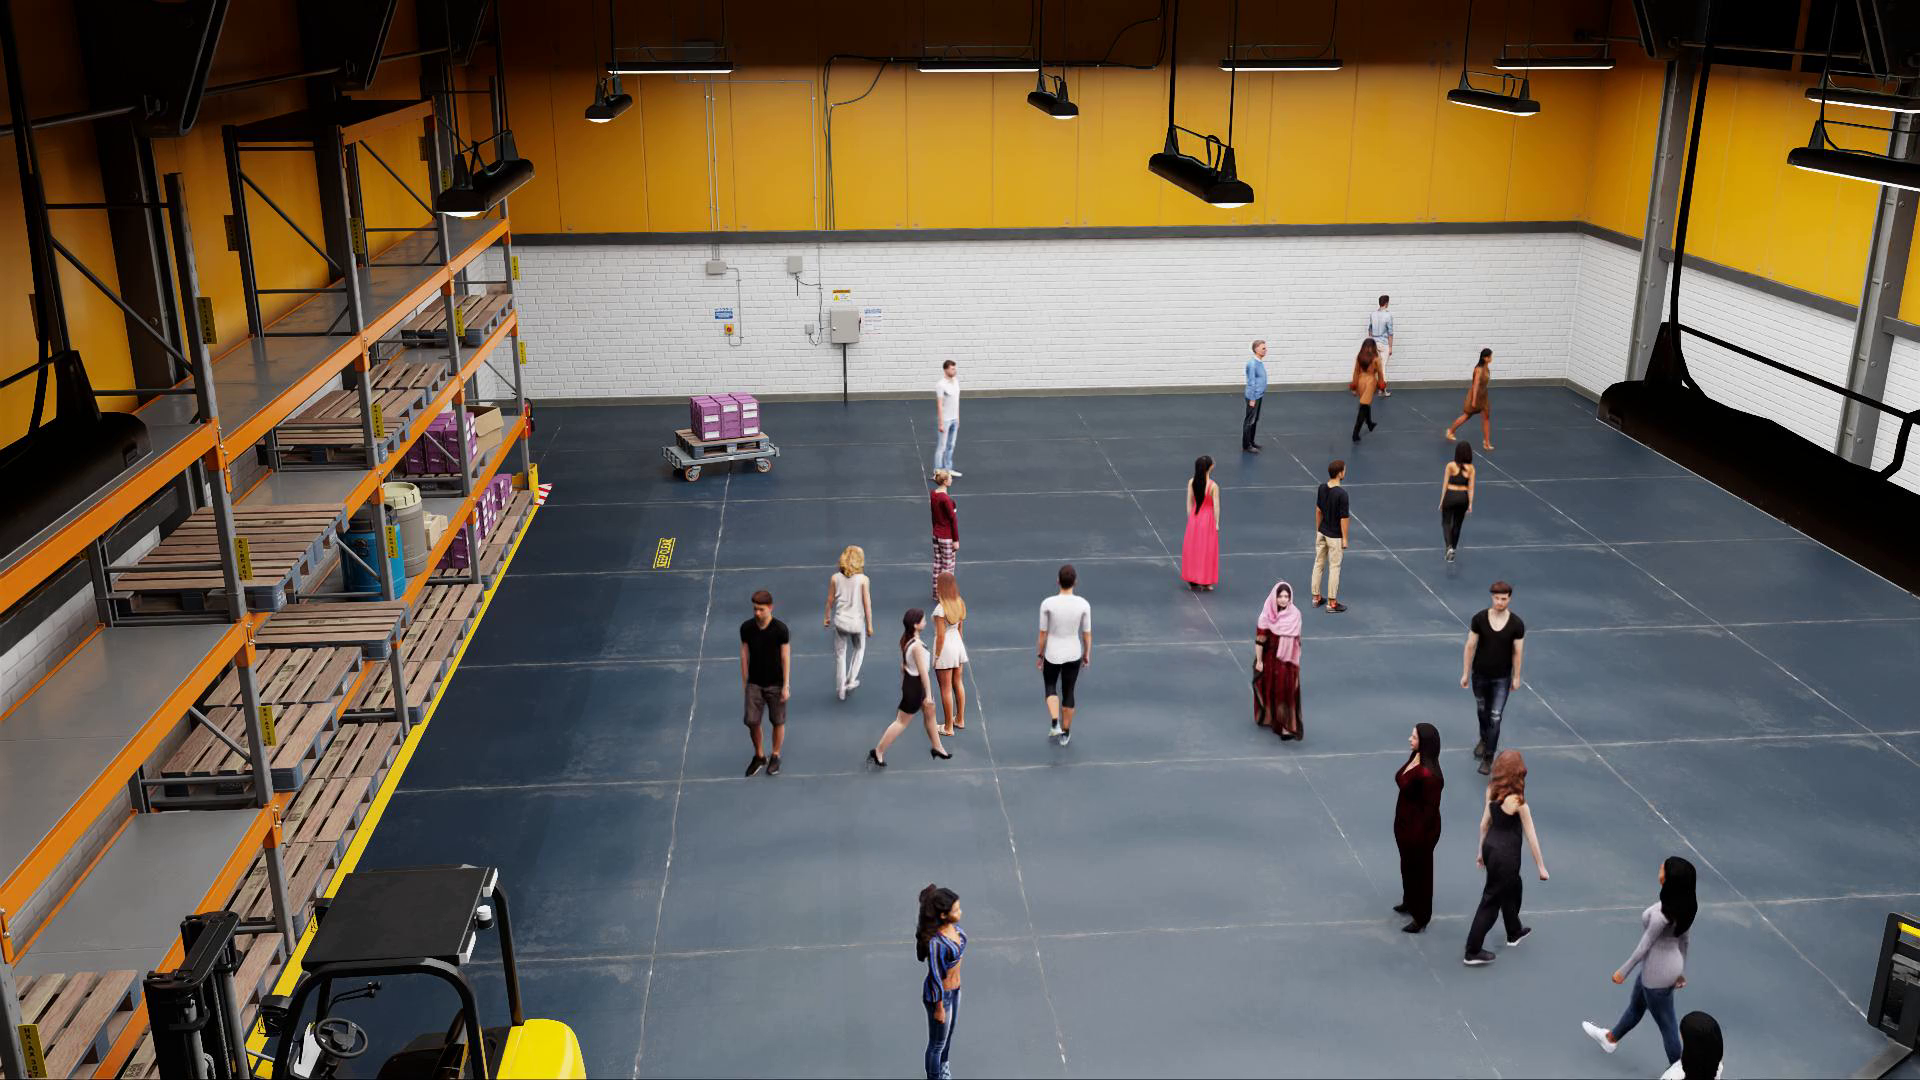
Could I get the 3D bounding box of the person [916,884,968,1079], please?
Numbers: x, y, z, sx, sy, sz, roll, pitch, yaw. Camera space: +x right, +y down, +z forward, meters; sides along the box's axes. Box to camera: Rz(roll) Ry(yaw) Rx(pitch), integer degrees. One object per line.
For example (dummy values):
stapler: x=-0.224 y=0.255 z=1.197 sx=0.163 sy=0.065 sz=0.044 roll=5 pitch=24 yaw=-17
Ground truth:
person: x=-0.111 y=3.032 z=11.107 sx=0.755 sy=1.614 sz=0.626 roll=6 pitch=20 yaw=18

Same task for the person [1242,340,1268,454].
person: x=4.728 y=-2.334 z=26.724 sx=0.798 sy=1.816 sz=0.670 roll=8 pitch=20 yaw=22

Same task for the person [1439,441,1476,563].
person: x=6.394 y=-0.454 z=21.434 sx=0.690 sy=1.628 sz=0.896 roll=3 pitch=19 yaw=8

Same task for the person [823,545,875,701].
person: x=-1.169 y=0.893 z=17.407 sx=0.830 sy=1.646 sz=0.807 roll=3 pitch=19 yaw=9

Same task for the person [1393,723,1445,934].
person: x=3.641 y=2.258 z=13.181 sx=0.741 sy=1.756 sz=0.574 roll=0 pitch=19 yaw=0

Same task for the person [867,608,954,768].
person: x=-0.511 y=1.453 z=15.801 sx=0.828 sy=1.609 sz=1.083 roll=-6 pitch=20 yaw=-19

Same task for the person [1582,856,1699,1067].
person: x=4.773 y=2.975 z=11.151 sx=1.034 sy=1.694 sz=1.162 roll=-16 pitch=25 yaw=-40

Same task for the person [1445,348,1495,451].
person: x=8.266 y=-2.275 z=26.817 sx=1.163 sy=1.644 sz=1.051 roll=15 pitch=24 yaw=37

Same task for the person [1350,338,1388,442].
person: x=6.624 y=-2.421 z=27.208 sx=1.190 sy=1.672 sz=1.232 roll=16 pitch=24 yaw=39

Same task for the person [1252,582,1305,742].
person: x=3.151 y=1.176 z=16.649 sx=0.624 sy=1.593 sz=1.015 roll=-2 pitch=19 yaw=-5

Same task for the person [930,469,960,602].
person: x=-0.192 y=-0.055 z=20.142 sx=0.741 sy=1.698 sz=0.610 roll=-12 pitch=22 yaw=-32

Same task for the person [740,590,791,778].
person: x=-1.790 y=1.318 z=15.829 sx=0.735 sy=1.848 sz=0.734 roll=3 pitch=19 yaw=9

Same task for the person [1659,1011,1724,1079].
person: x=4.190 y=3.505 z=9.583 sx=0.869 sy=1.689 sz=0.986 roll=-13 pitch=23 yaw=-34

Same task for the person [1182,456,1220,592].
person: x=2.987 y=-0.204 z=20.541 sx=0.715 sy=1.725 sz=0.761 roll=13 pitch=22 yaw=33

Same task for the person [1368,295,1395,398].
person: x=7.643 y=-3.543 z=30.264 sx=0.790 sy=1.847 sz=0.697 roll=-17 pitch=25 yaw=-40

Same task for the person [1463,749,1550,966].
person: x=4.038 y=2.454 z=12.674 sx=0.873 sy=1.709 sz=0.966 roll=-6 pitch=20 yaw=-18

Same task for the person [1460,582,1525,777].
person: x=5.120 y=1.268 z=15.967 sx=1.076 sy=1.855 sz=1.236 roll=11 pitch=22 yaw=29

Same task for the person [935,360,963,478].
person: x=-0.194 y=-1.814 z=25.125 sx=0.785 sy=1.850 sz=0.690 roll=11 pitch=22 yaw=31

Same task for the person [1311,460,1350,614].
person: x=4.442 y=-0.062 z=19.911 sx=0.768 sy=1.858 sz=0.637 roll=-12 pitch=22 yaw=-32

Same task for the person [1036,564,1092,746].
person: x=1.016 y=1.165 z=16.301 sx=0.702 sy=1.838 sz=0.663 roll=-1 pitch=19 yaw=-2

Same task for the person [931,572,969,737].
person: x=-0.114 y=1.124 z=16.643 sx=0.723 sy=1.695 sz=0.660 roll=14 pitch=23 yaw=35
